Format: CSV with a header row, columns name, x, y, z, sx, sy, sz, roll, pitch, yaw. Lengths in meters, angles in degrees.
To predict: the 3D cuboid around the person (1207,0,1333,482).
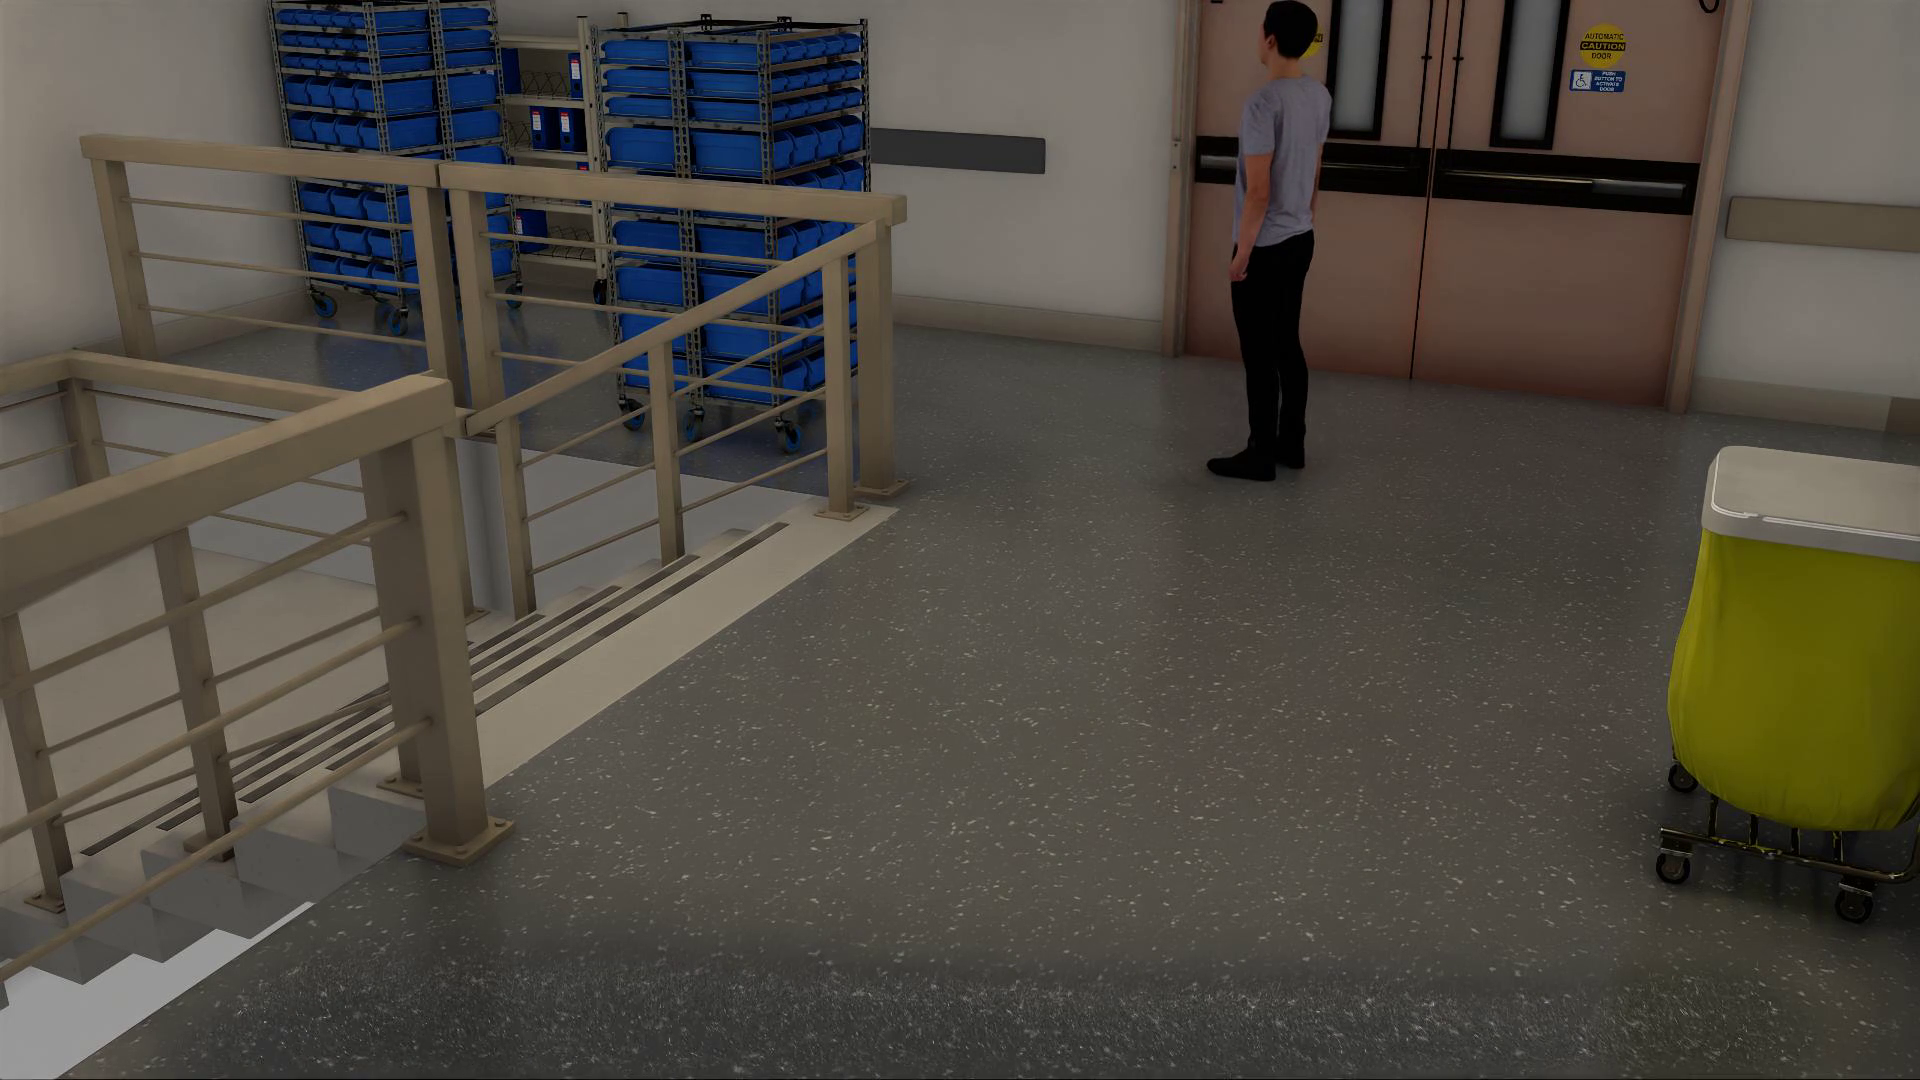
name,x,y,z,sx,sy,sz,roll,pitch,yaw
person,1.251,-1.165,6.603,0.649,1.862,0.731,18,27,39
